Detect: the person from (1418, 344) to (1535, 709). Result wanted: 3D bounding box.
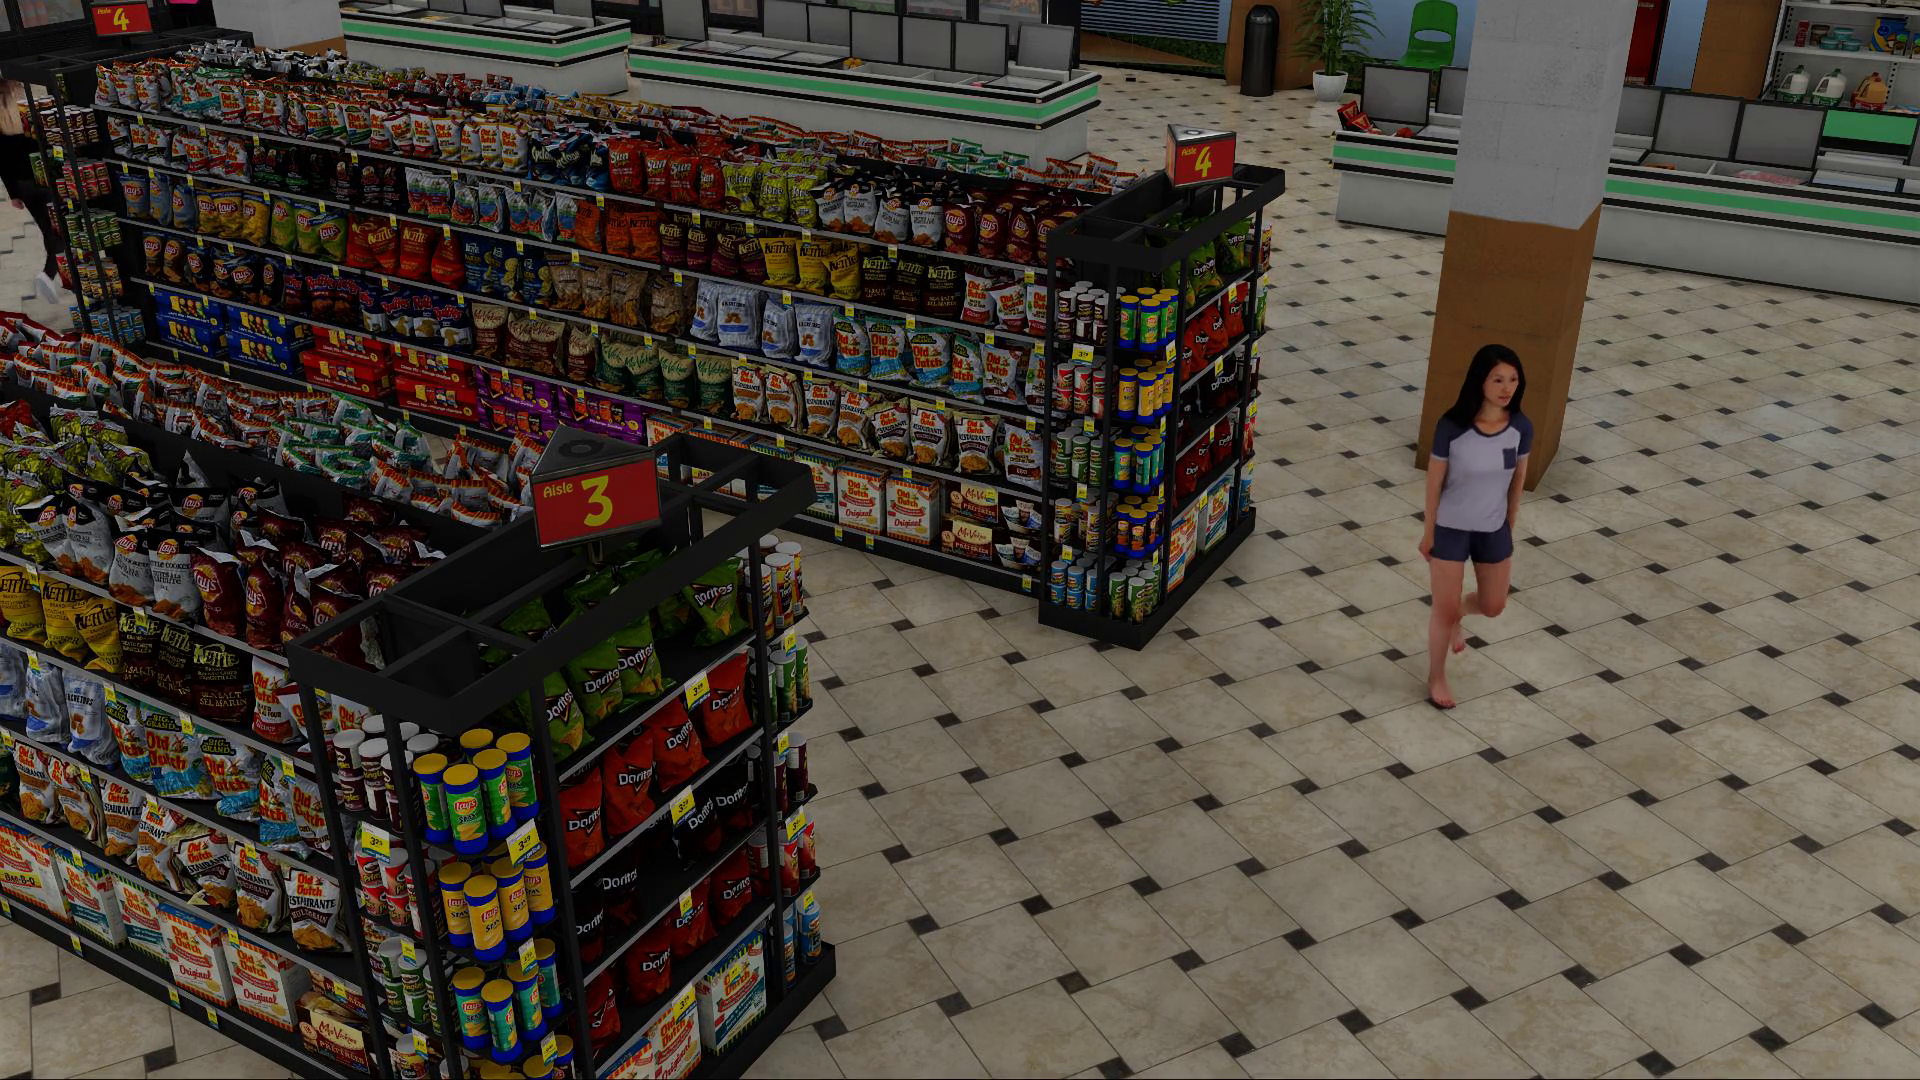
[{"bbox_3d":[2.227,-0.093,7.375,0.809,1.692,0.847,-2,27,-4],"label":"person"}]

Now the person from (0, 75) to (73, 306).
[{"bbox_3d":[-6.791,-2.548,12.244,1.067,1.667,1.037,-3,27,-6],"label":"person"}]

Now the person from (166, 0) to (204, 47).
[{"bbox_3d":[-9.019,-6.186,19.356,0.654,1.724,0.725,-4,27,-9],"label":"person"}]
